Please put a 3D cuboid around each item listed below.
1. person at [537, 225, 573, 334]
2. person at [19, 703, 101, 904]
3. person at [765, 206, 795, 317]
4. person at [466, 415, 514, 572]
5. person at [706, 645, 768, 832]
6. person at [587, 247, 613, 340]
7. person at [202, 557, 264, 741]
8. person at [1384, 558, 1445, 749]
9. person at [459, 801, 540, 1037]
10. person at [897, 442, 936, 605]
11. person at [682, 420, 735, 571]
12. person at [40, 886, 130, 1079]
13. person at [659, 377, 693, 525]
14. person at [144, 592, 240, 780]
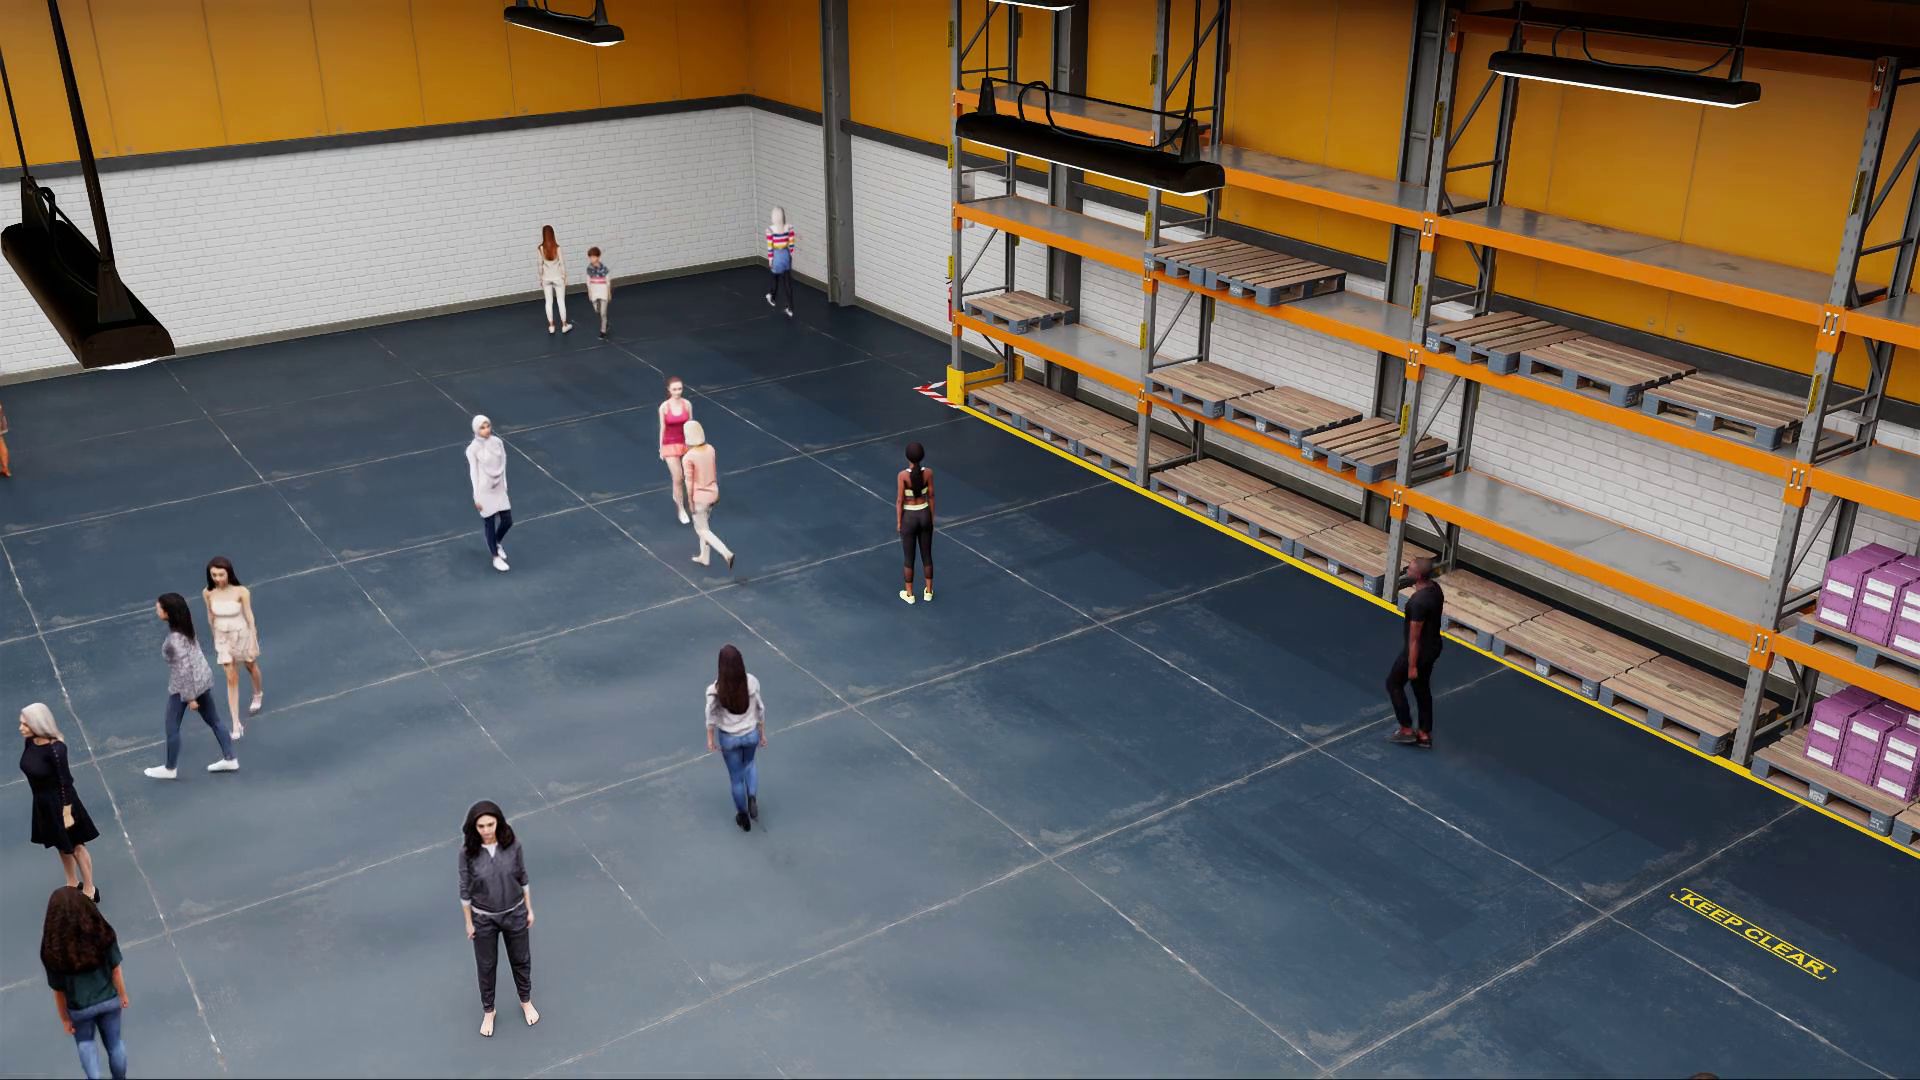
[{"bbox_3d":[-6.449,-4.133,26.345,0.698,1.713,0.727,0,24,-1],"label":"person"},{"bbox_3d":[-6.686,1.986,12.305,0.642,1.747,0.751,13,27,27],"label":"person"},{"bbox_3d":[-2.887,-4.535,27.205,0.801,1.760,1.157,-10,26,-22],"label":"person"},{"bbox_3d":[-5.132,-0.520,18.016,0.699,1.766,0.663,22,32,40],"label":"person"},{"bbox_3d":[-1.741,1.620,13.298,0.659,1.622,0.601,-11,26,-23],"label":"person"},{"bbox_3d":[-5.669,-3.914,26.215,0.893,1.417,0.976,3,24,7],"label":"person"},{"bbox_3d":[-6.437,0.896,14.890,0.944,1.673,1.162,-2,24,-5],"label":"person"},{"bbox_3d":[4.083,1.017,14.454,0.771,1.800,0.780,18,29,35],"label":"person"},{"bbox_3d":[-3.084,2.494,11.124,0.642,1.763,0.581,-10,25,-21],"label":"person"},{"bbox_3d":[-0.447,-0.183,17.256,0.616,1.755,0.602,-7,25,-16],"label":"person"},{"bbox_3d":[-2.701,-0.437,17.910,1.037,1.698,0.793,17,29,33],"label":"person"},{"bbox_3d":[-5.382,2.916,10.361,0.584,1.600,0.673,-15,28,-30],"label":"person"},{"bbox_3d":[-3.311,-1.099,19.392,0.726,1.723,1.087,-9,25,-20],"label":"person"},{"bbox_3d":[-6.425,1.232,14.081,0.989,1.706,1.005,-1,24,-2],"label":"person"}]
